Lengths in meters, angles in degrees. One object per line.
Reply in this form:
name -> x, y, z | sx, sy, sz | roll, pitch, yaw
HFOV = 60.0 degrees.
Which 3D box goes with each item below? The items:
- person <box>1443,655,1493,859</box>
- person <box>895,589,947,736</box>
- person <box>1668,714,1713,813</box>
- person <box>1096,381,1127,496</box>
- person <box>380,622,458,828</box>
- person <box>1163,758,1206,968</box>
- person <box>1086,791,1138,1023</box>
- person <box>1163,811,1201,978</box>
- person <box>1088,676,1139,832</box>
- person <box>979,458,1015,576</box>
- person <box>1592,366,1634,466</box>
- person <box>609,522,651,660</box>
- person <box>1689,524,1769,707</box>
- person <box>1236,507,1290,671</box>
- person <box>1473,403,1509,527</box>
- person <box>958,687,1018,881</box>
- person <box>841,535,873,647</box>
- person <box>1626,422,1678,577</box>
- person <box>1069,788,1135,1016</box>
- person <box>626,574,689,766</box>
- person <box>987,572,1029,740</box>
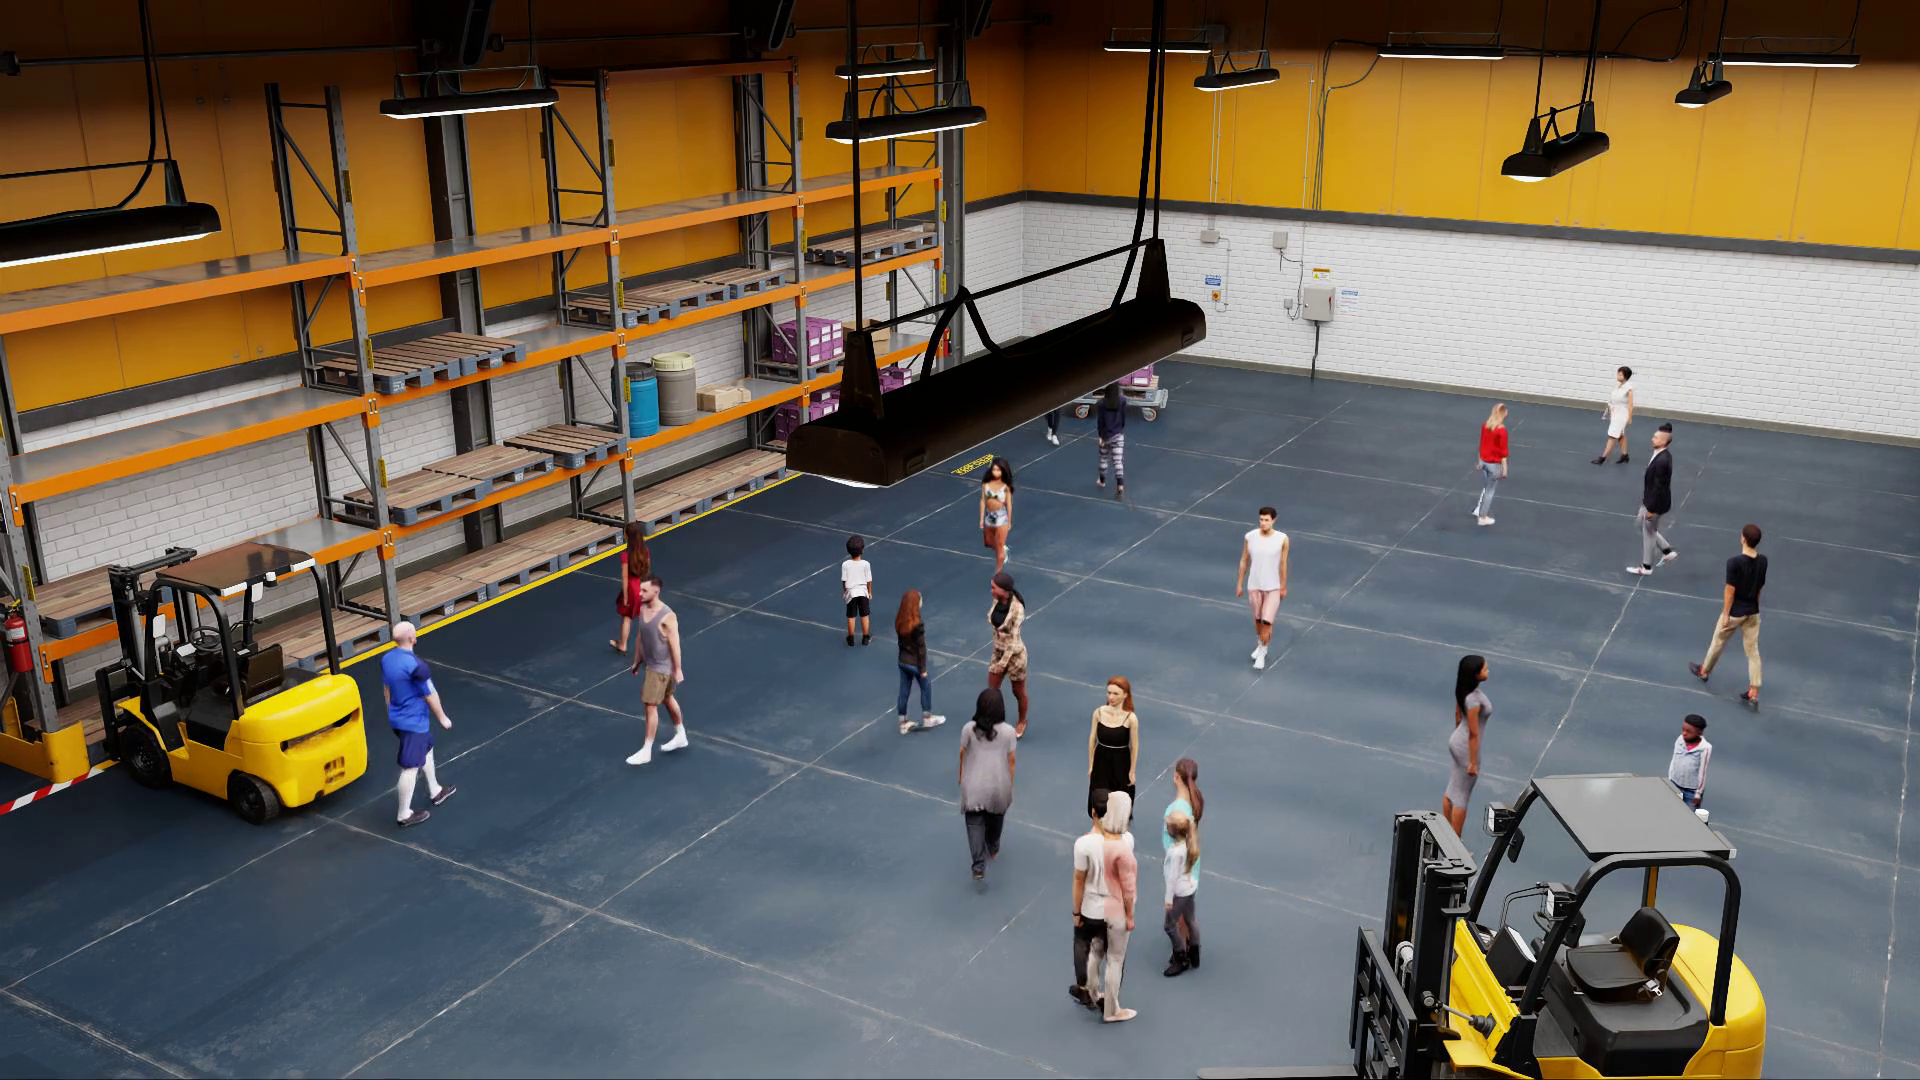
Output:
person -> 4.203, 1.786, 13.865 | 0.720, 1.781, 0.610 | 1, 19, 2
person -> -0.512, 1.196, 16.101 | 0.680, 1.472, 0.778 | 18, 25, 42
person -> 6.109, 2.039, 13.937 | 0.618, 1.256, 0.575 | -10, 21, -28
person -> 2.191, -1.467, 23.655 | 1.037, 1.697, 1.138 | -3, 19, -10
person -> -4.804, 1.617, 14.319 | 0.788, 1.811, 0.977 | 17, 25, 40
person -> 1.671, 2.406, 12.402 | 0.796, 1.540, 0.504 | 3, 19, 8
person -> 1.054, 2.553, 11.678 | 0.676, 1.724, 0.680 | -11, 22, -30
person -> 1.649, 2.593, 12.270 | 0.602, 1.270, 0.448 | 8, 20, 22
person -> 1.281, 1.885, 13.815 | 0.586, 1.624, 0.590 | 8, 20, 21
person -> 0.475, -0.244, 20.165 | 0.564, 1.607, 0.823 | 9, 21, 26
person -> 10.023, -1.860, 25.098 | 0.962, 1.522, 0.927 | -3, 19, -10
person -> -3.420, 0.584, 17.833 | 0.931, 1.527, 0.805 | -16, 24, -39
person -> 7.943, 0.792, 16.779 | 1.133, 1.806, 1.241 | -3, 19, -10
person -> 3.292, 0.466, 17.818 | 0.650, 1.760, 0.929 | 10, 21, 27
person -> 7.045, -0.995, 22.264 | 0.786, 1.691, 0.744 | -7, 20, -21
person -> 0.203, 2.004, 13.521 | 0.952, 1.588, 1.102 | -1, 19, -4
person -> -1.136, 0.557, 18.329 | 0.578, 1.261, 0.624 | -1, 19, -4
person -> 8.616, -0.488, 20.360 | 0.870, 1.945, 0.808 | 6, 20, 19
person -> 1.035, 2.578, 11.624 | 0.766, 1.710, 0.826 | -5, 19, -14
person -> -2.737, 1.151, 15.568 | 1.059, 1.820, 0.826 | -15, 24, -38
person -> 0.532, 1.137, 15.842 | 1.084, 1.749, 0.768 | -17, 25, -40
